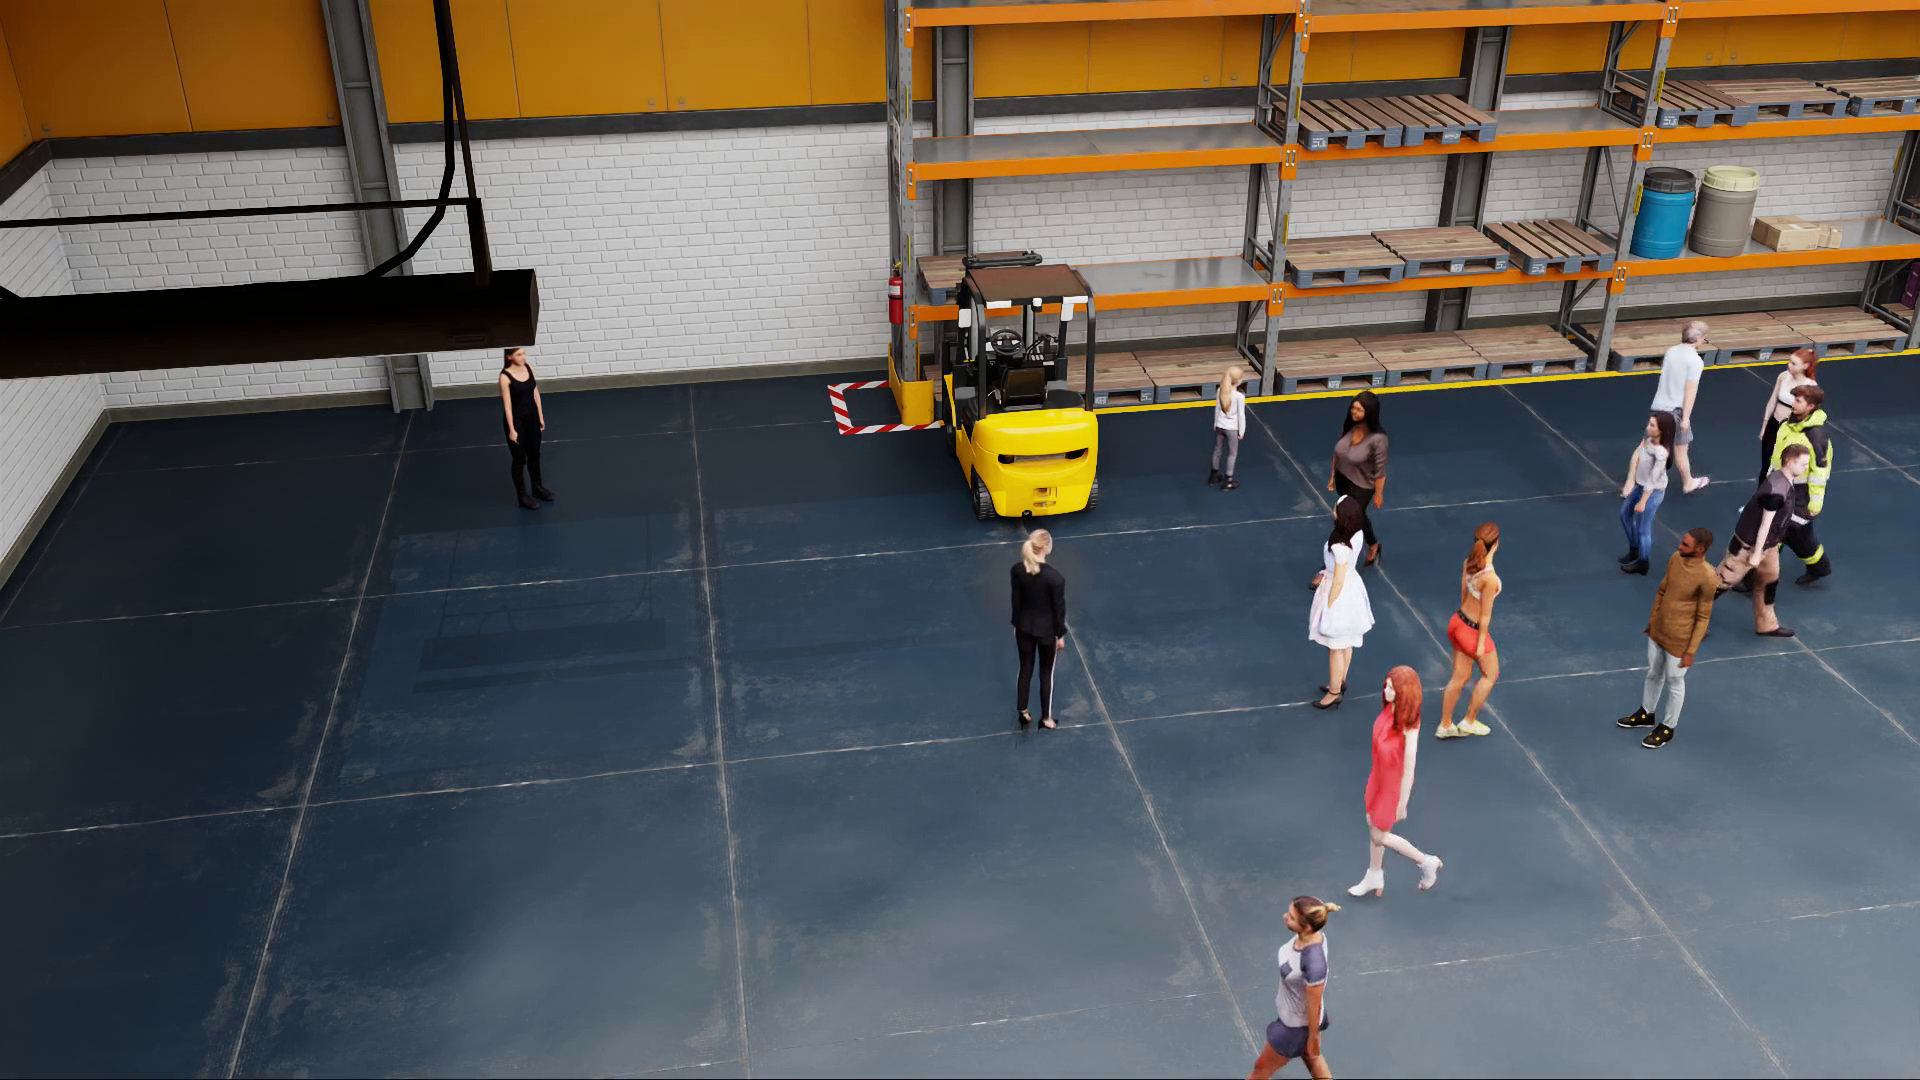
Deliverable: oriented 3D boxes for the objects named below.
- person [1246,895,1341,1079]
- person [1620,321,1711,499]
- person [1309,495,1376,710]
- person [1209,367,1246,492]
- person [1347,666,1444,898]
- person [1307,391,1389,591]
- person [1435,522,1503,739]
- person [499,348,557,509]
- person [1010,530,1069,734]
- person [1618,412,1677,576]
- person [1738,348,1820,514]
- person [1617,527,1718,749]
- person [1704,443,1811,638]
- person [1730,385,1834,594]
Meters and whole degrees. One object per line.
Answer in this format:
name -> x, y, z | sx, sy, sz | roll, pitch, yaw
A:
person -> 1.927, 2.618, 9.095 | 1.087, 1.574, 0.822 | 6, 29, 10
person -> 6.676, -1.193, 15.863 | 1.130, 1.783, 0.783 | -6, 29, -11
person -> 2.911, 0.483, 12.758 | 0.911, 1.813, 0.856 | 15, 32, 26
person -> 2.603, -1.094, 16.209 | 0.584, 1.277, 0.631 | 25, 37, 38
person -> 2.867, 1.591, 10.727 | 0.838, 1.813, 0.645 | -2, 29, -4
person -> 3.511, -0.449, 14.487 | 1.249, 1.793, 0.929 | -16, 32, -27
person -> 3.717, 0.717, 12.381 | 0.641, 1.763, 0.624 | -5, 29, -10
person -> -4.164, -1.120, 15.826 | 0.727, 1.689, 0.671 | 18, 33, 29
person -> 0.576, 0.698, 12.477 | 0.659, 1.704, 0.748 | 14, 32, 24
person -> 6.119, -0.388, 14.563 | 0.719, 1.613, 0.719 | 9, 30, 16
person -> 7.699, -0.985, 15.523 | 0.597, 1.742, 0.634 | -13, 31, -23
person -> 5.325, 0.694, 12.368 | 0.591, 1.816, 0.671 | -9, 30, -16
person -> 6.458, -0.002, 13.675 | 1.157, 1.786, 1.110 | 21, 35, 33
person -> 7.258, -0.401, 14.257 | 1.252, 1.930, 0.888 | -1, 29, -2
